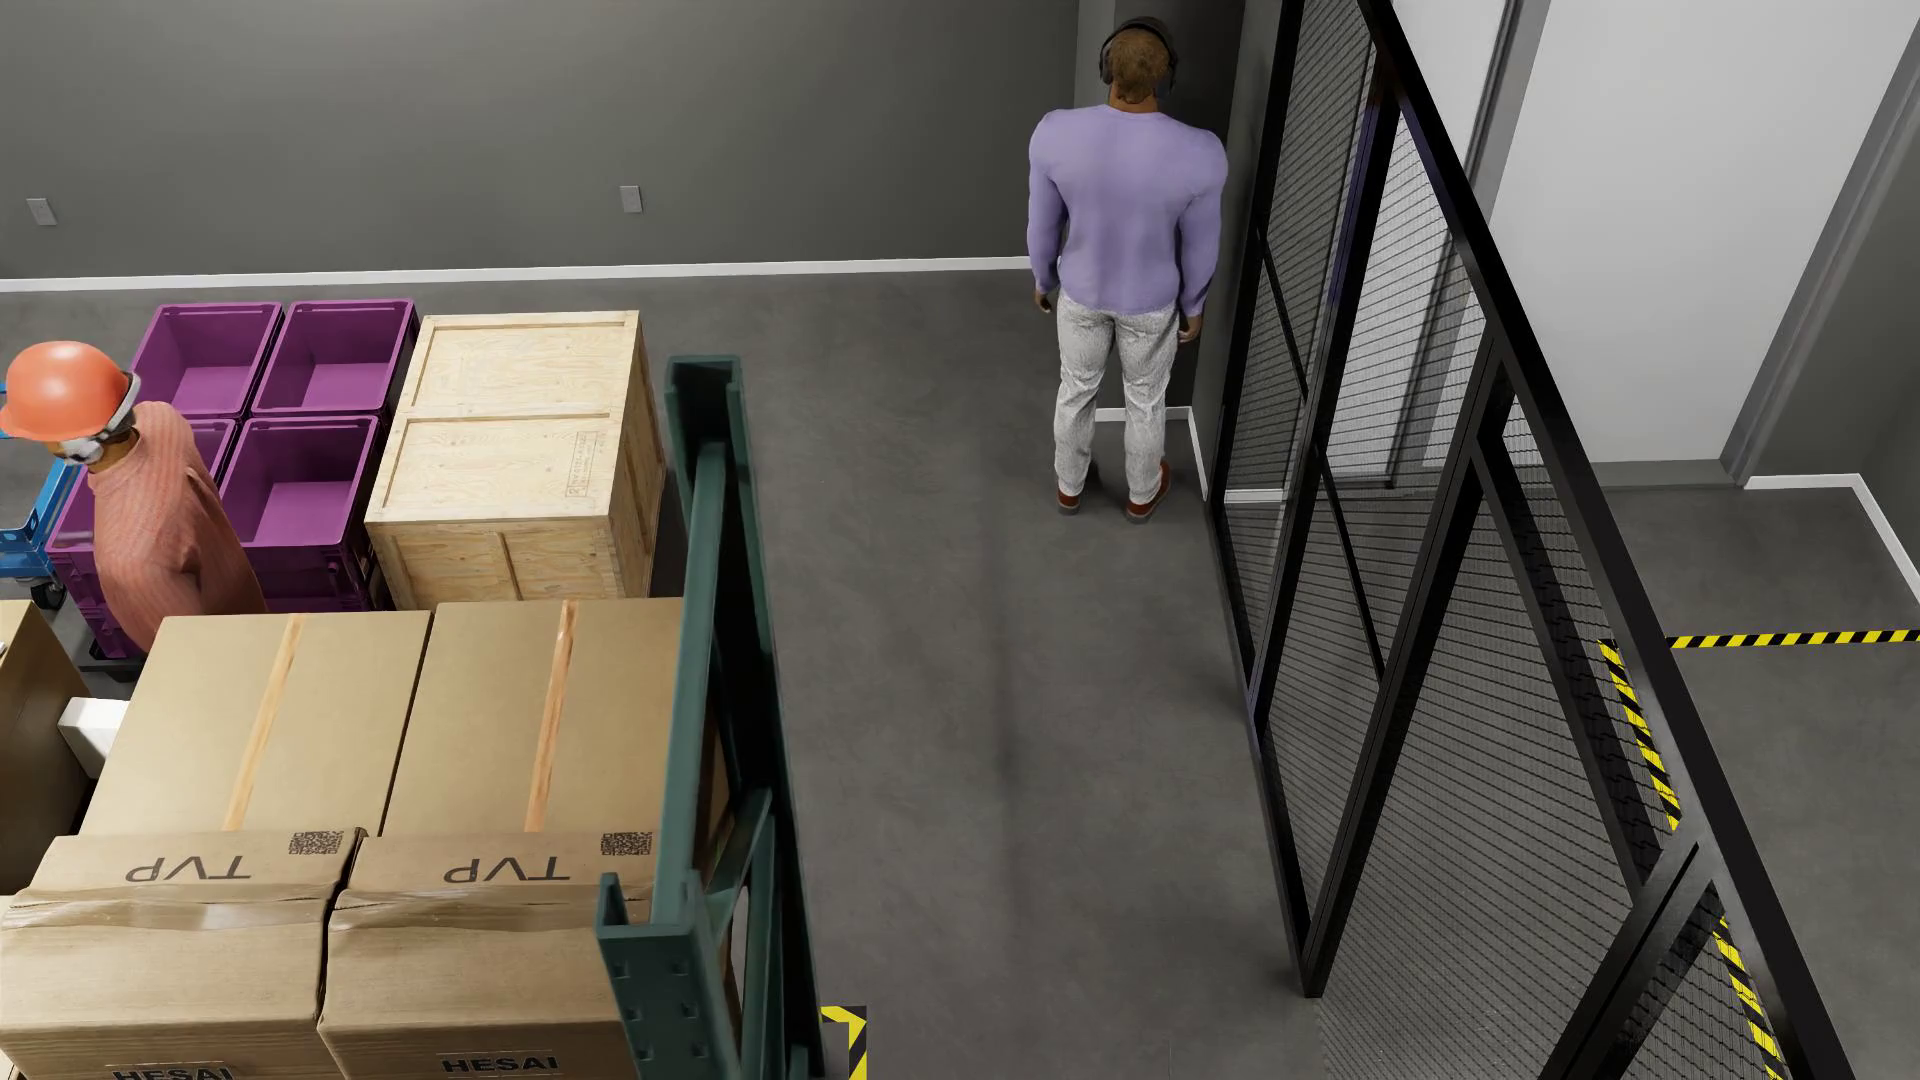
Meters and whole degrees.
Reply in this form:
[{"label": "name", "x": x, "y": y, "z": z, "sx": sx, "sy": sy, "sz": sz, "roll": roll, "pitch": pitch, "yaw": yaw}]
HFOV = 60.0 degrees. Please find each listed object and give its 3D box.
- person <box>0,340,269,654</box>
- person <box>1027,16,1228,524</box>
[{"label": "person", "x": -2.043, "y": 0.254, "z": 4.478, "sx": 0.386, "sy": 1.993, "sz": 0.612, "roll": -12, "pitch": 48, "yaw": -11}, {"label": "person", "x": 0.527, "y": -0.837, "z": 5.556, "sx": 0.629, "sy": 1.940, "sz": 0.376, "roll": 11, "pitch": 47, "yaw": 10}]
